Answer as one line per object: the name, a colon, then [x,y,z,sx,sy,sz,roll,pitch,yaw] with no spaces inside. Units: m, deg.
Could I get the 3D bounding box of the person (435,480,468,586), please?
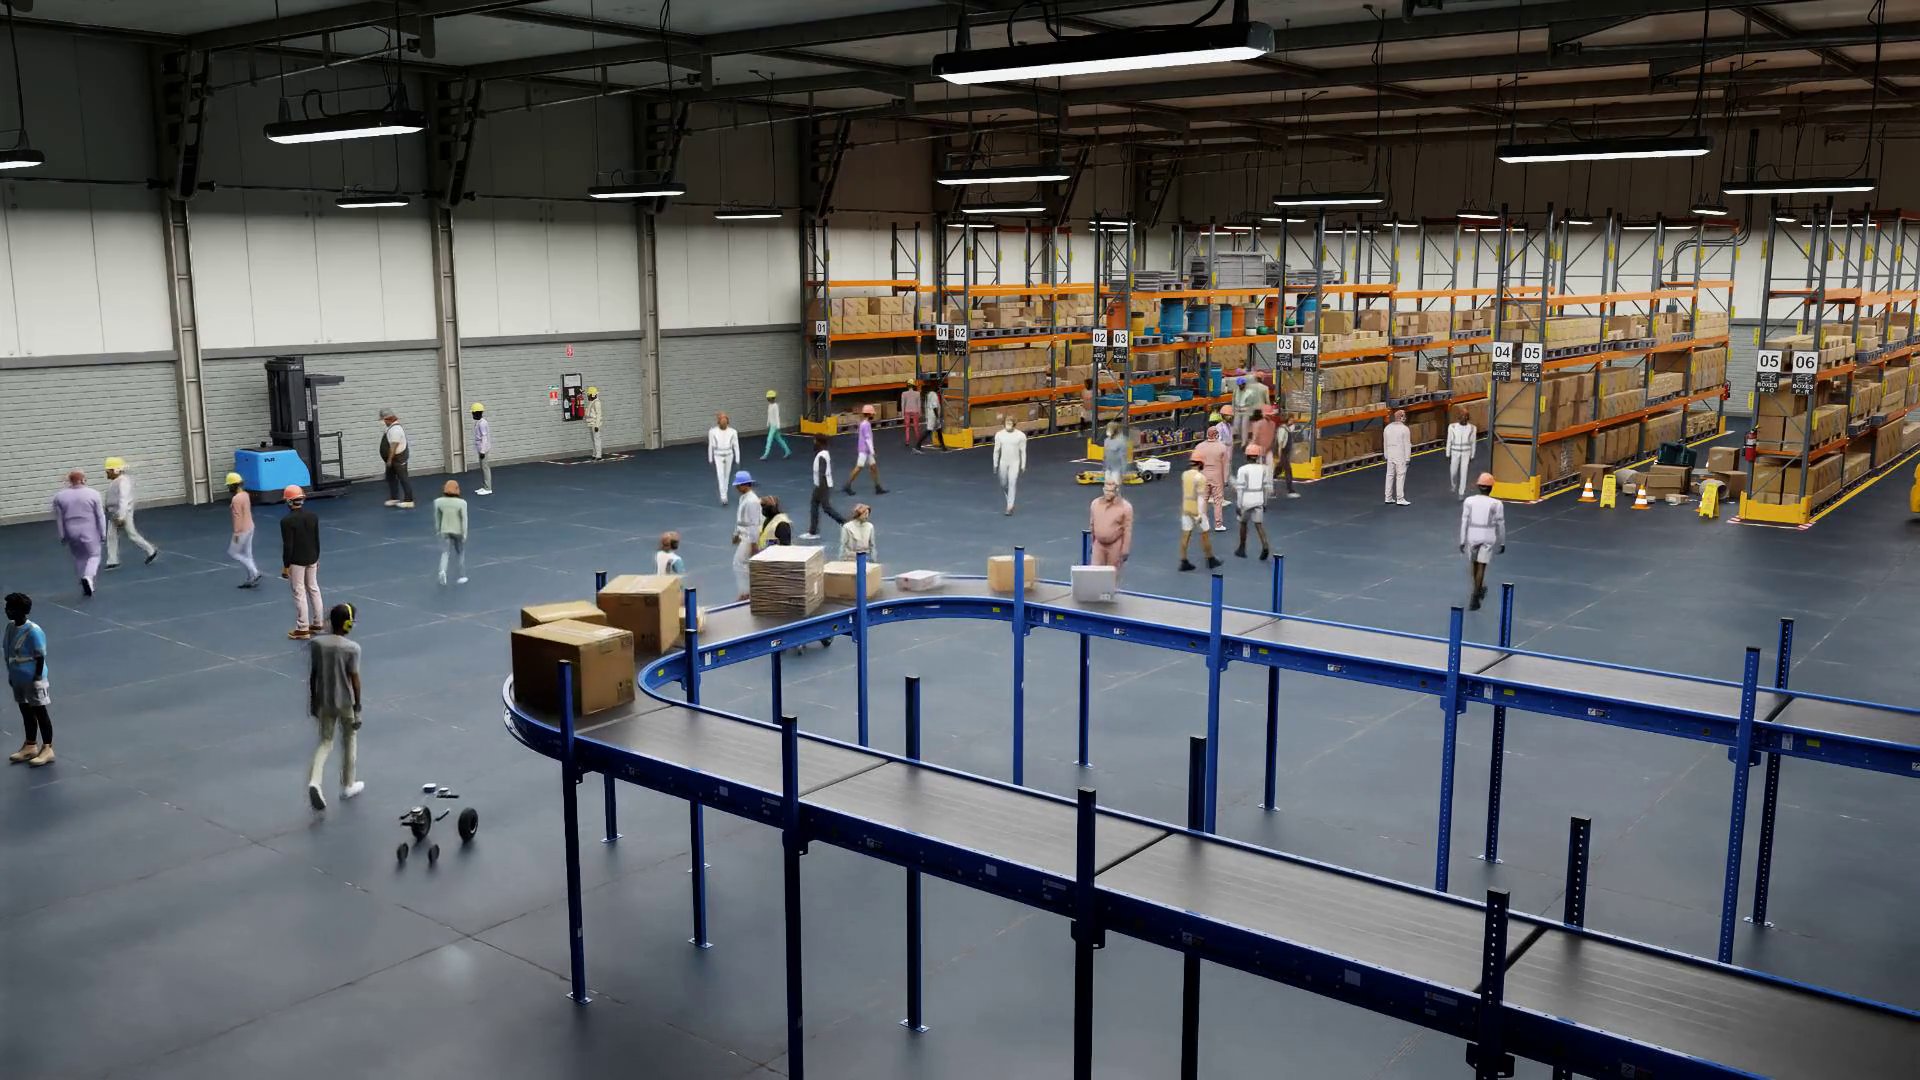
person: [-7.649,-0.103,23.510,0.503,1.607,0.686,-1,10,-3]

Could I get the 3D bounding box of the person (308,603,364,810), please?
person: [-5.618,1.480,13.998,0.565,1.826,0.794,1,10,5]

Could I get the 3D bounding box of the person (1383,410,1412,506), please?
person: [8.815,-1.660,31.444,0.409,1.907,0.650,-7,12,-34]

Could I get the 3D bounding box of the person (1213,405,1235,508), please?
person: [5.279,-1.680,31.177,0.393,2.039,0.613,5,11,26]

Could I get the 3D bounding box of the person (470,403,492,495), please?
person: [-10.040,-1.914,32.813,0.386,1.928,0.589,-4,11,-21]

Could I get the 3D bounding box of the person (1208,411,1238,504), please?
person: [5.374,-1.647,31.475,0.886,1.877,0.600,6,12,30]

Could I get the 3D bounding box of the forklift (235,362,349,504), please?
forklift: [-13.803,-2.244,32.110,1.129,2.768,1.873,8,13,37]

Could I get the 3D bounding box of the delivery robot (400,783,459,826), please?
delivery robot: [-4.391,2.142,12.973,0.335,0.223,0.698,1,10,6]

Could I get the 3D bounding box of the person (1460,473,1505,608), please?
person: [7.444,-0.013,22.240,0.571,1.879,1.008,6,12,32]

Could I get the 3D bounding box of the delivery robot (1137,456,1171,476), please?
delivery robot: [4.339,-1.640,34.988,0.707,0.478,0.477,-3,10,-15]

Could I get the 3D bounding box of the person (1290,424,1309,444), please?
person: [9.075,-3.463,41.898,0.919,1.807,0.633,-9,13,-41]

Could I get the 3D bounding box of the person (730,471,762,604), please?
person: [-3.083,-0.031,22.219,0.663,1.916,0.617,-2,10,-12]

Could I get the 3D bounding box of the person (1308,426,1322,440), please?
person: [8.918,-3.011,39.172,0.514,1.864,0.332,9,14,42]

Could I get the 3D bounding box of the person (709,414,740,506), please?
person: [-4.733,-1.619,31.448,0.591,1.826,1.007,-3,10,-16]

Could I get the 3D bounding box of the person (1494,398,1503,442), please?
person: [13.012,-2.696,37.775,0.493,1.729,0.480,7,12,35]

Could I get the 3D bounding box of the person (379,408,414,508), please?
person: [-11.219,-1.643,31.090,0.566,2.000,0.695,-5,11,-27]

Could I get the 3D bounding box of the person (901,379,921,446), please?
person: [-1.296,-3.389,41.579,0.524,1.764,0.329,0,10,0]

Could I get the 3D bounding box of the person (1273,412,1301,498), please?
person: [6.620,-1.769,32.381,0.844,1.802,0.582,4,11,20]

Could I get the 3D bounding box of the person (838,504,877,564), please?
person: [-1.344,0.325,21.070,0.541,1.607,0.632,-8,13,-37]

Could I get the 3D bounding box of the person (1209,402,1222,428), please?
person: [7.555,-4.270,46.128,0.569,1.902,0.808,8,13,37]

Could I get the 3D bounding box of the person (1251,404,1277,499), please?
person: [6.239,-1.867,32.497,0.661,1.955,0.858,-6,12,-32]

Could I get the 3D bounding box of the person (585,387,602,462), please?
person: [-8.955,-2.832,38.247,0.404,1.831,0.600,-5,11,-26]

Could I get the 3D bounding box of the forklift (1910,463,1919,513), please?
forklift: [19.034,-1.348,28.998,2.313,2.155,1.214,8,13,37]

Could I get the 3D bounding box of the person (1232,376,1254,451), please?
person: [7.294,-3.262,40.407,0.641,1.922,0.445,8,13,37]

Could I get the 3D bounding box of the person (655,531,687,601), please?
person: [-3.529,0.686,19.128,0.876,1.588,0.543,-8,13,-39]

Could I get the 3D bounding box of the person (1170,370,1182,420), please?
person: [6.649,-4.448,47.949,0.507,1.614,0.679,7,12,35]

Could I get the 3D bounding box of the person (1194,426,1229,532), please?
person: [4.571,-1.111,28.350,0.642,1.909,0.410,5,11,25]

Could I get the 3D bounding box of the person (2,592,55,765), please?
person: [-9.056,1.335,15.173,0.529,1.697,0.321,6,12,30]

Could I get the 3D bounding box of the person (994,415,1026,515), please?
person: [0.980,-1.487,30.457,0.645,1.915,0.859,3,11,18]

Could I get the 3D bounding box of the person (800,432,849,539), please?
person: [-2.367,-0.959,27.558,0.863,1.894,0.598,-1,10,-7]

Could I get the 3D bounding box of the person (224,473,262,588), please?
person: [-10.711,-0.139,23.316,0.407,1.742,0.561,-1,10,-6]

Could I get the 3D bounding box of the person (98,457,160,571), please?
person: [-13.273,-0.437,24.868,0.587,1.804,0.855,8,13,39]

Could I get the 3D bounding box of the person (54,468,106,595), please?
person: [-12.773,-0.098,22.739,0.647,1.885,0.694,-2,10,-12]

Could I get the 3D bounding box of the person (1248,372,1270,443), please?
person: [8.007,-3.555,42.032,0.625,1.941,1.041,8,13,39]

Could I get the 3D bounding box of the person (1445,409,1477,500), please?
person: [10.290,-1.765,32.144,0.604,1.865,0.480,3,11,18]

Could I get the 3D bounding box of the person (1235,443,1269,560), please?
person: [4.803,-0.629,25.637,0.559,1.912,0.864,-2,10,-13]

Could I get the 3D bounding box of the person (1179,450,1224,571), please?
person: [3.821,-0.477,24.802,0.825,1.907,0.556,-7,12,-33]

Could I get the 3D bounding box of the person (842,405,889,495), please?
person: [-2.021,-1.887,32.758,0.984,1.900,0.541,0,10,-1]

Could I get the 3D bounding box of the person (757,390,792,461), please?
person: [-4.560,-2.837,38.597,0.909,1.723,0.539,-4,11,-20]

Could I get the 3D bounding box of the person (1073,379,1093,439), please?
person: [3.449,-3.575,42.870,0.792,1.660,0.557,-9,13,-41]

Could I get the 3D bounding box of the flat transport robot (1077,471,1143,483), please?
flat transport robot: [3.321,-1.397,34.686,1.431,0.197,0.652,0,10,1]

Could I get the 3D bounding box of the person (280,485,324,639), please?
person: [-8.570,0.274,20.315,0.389,1.990,0.622,4,11,20]

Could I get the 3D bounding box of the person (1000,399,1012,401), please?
person: [1.394,-4.516,47.424,0.634,1.938,0.355,10,14,44]

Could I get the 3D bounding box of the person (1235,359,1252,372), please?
person: [8.869,-4.803,49.375,0.594,1.817,0.736,9,13,41]

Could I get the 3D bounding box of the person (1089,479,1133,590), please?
person: [2.028,0.101,21.591,0.662,1.879,0.689,5,11,28]

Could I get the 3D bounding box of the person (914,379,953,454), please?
person: [-0.723,-3.153,39.826,0.997,1.924,0.623,-1,10,-4]

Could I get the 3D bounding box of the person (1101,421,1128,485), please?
person: [2.848,-1.251,29.086,0.471,1.921,0.651,-6,12,-31]

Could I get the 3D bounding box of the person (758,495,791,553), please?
person: [-2.472,0.300,20.651,0.585,1.814,0.658,-4,11,-23]

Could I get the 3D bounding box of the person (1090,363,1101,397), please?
person: [4.330,-4.908,49.337,0.605,2.045,0.382,8,13,38]
